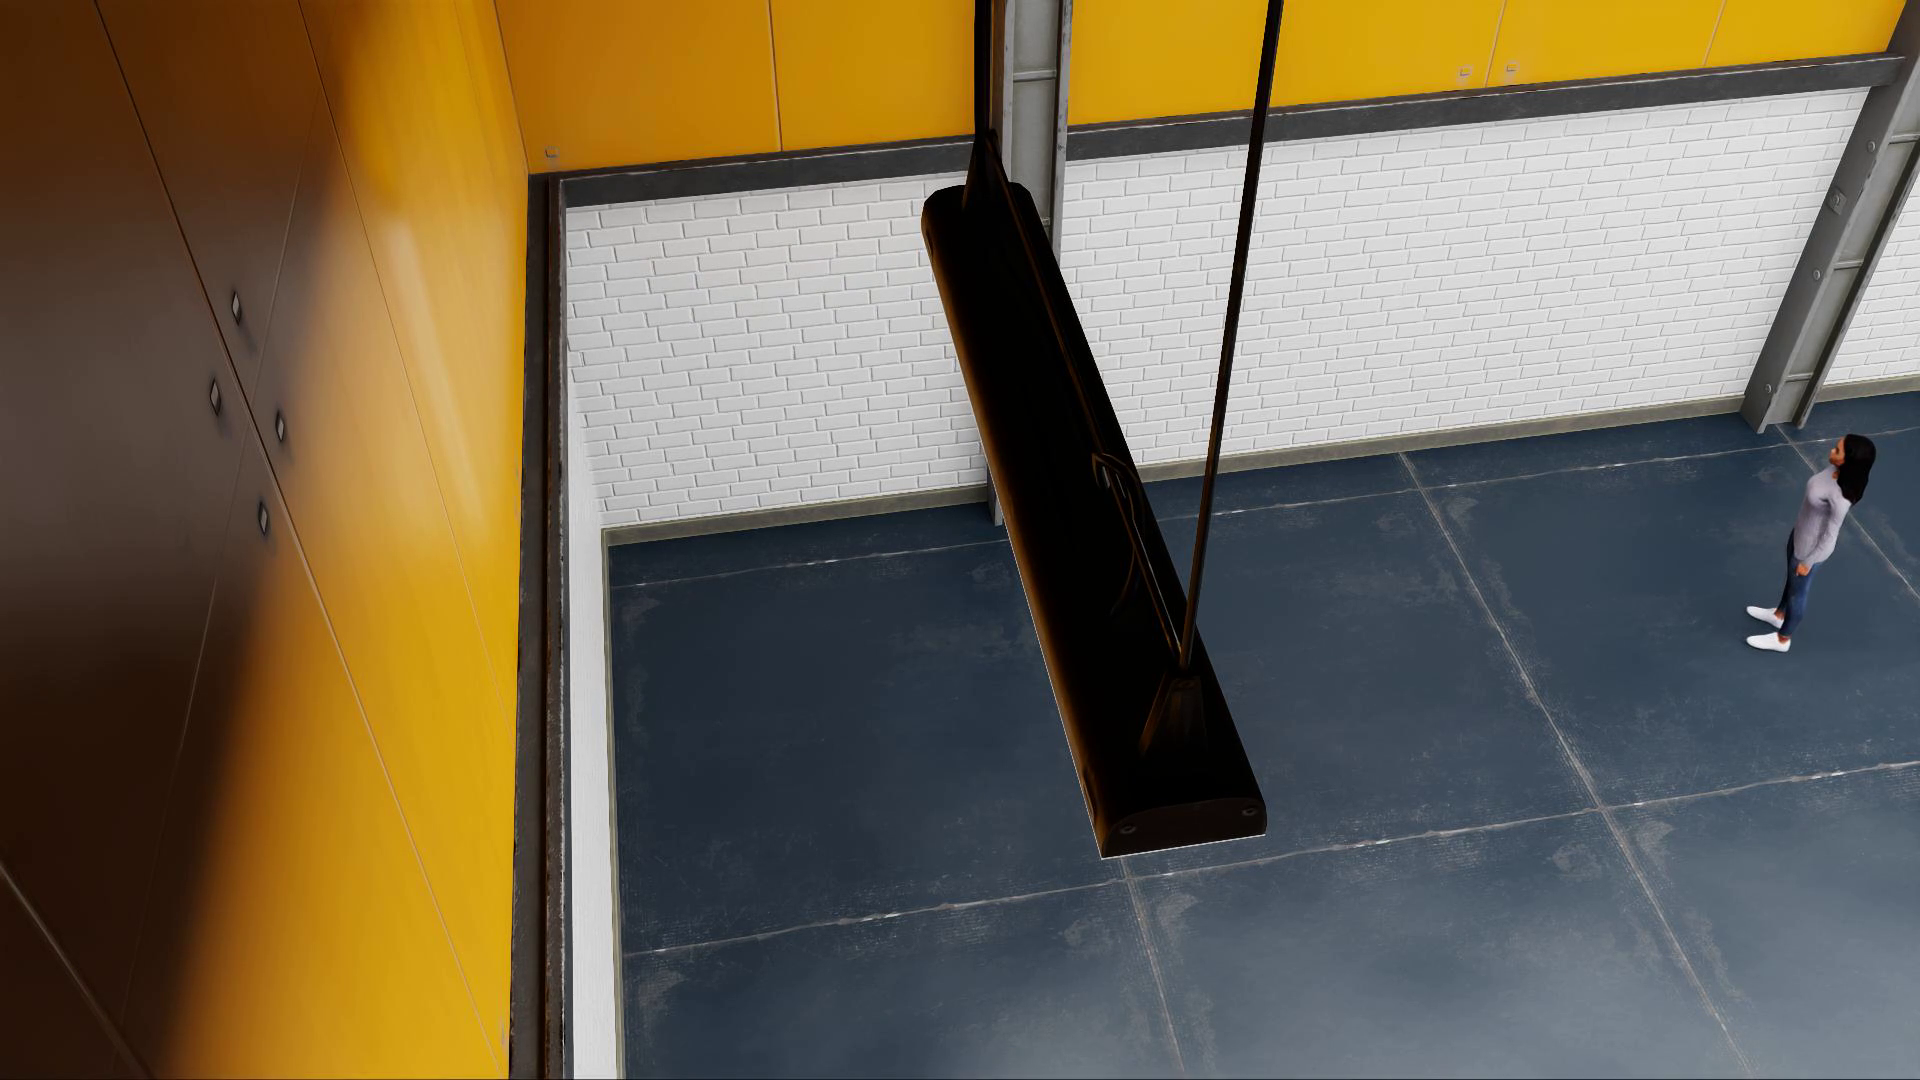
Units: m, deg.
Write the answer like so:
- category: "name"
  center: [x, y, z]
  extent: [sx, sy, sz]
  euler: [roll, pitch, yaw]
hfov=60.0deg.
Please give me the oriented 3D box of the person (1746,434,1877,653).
- category: "person"
  center: [5.495, 0.020, 10.701]
  extent: [0.696, 1.734, 0.689]
  euler: [15, 46, 15]
